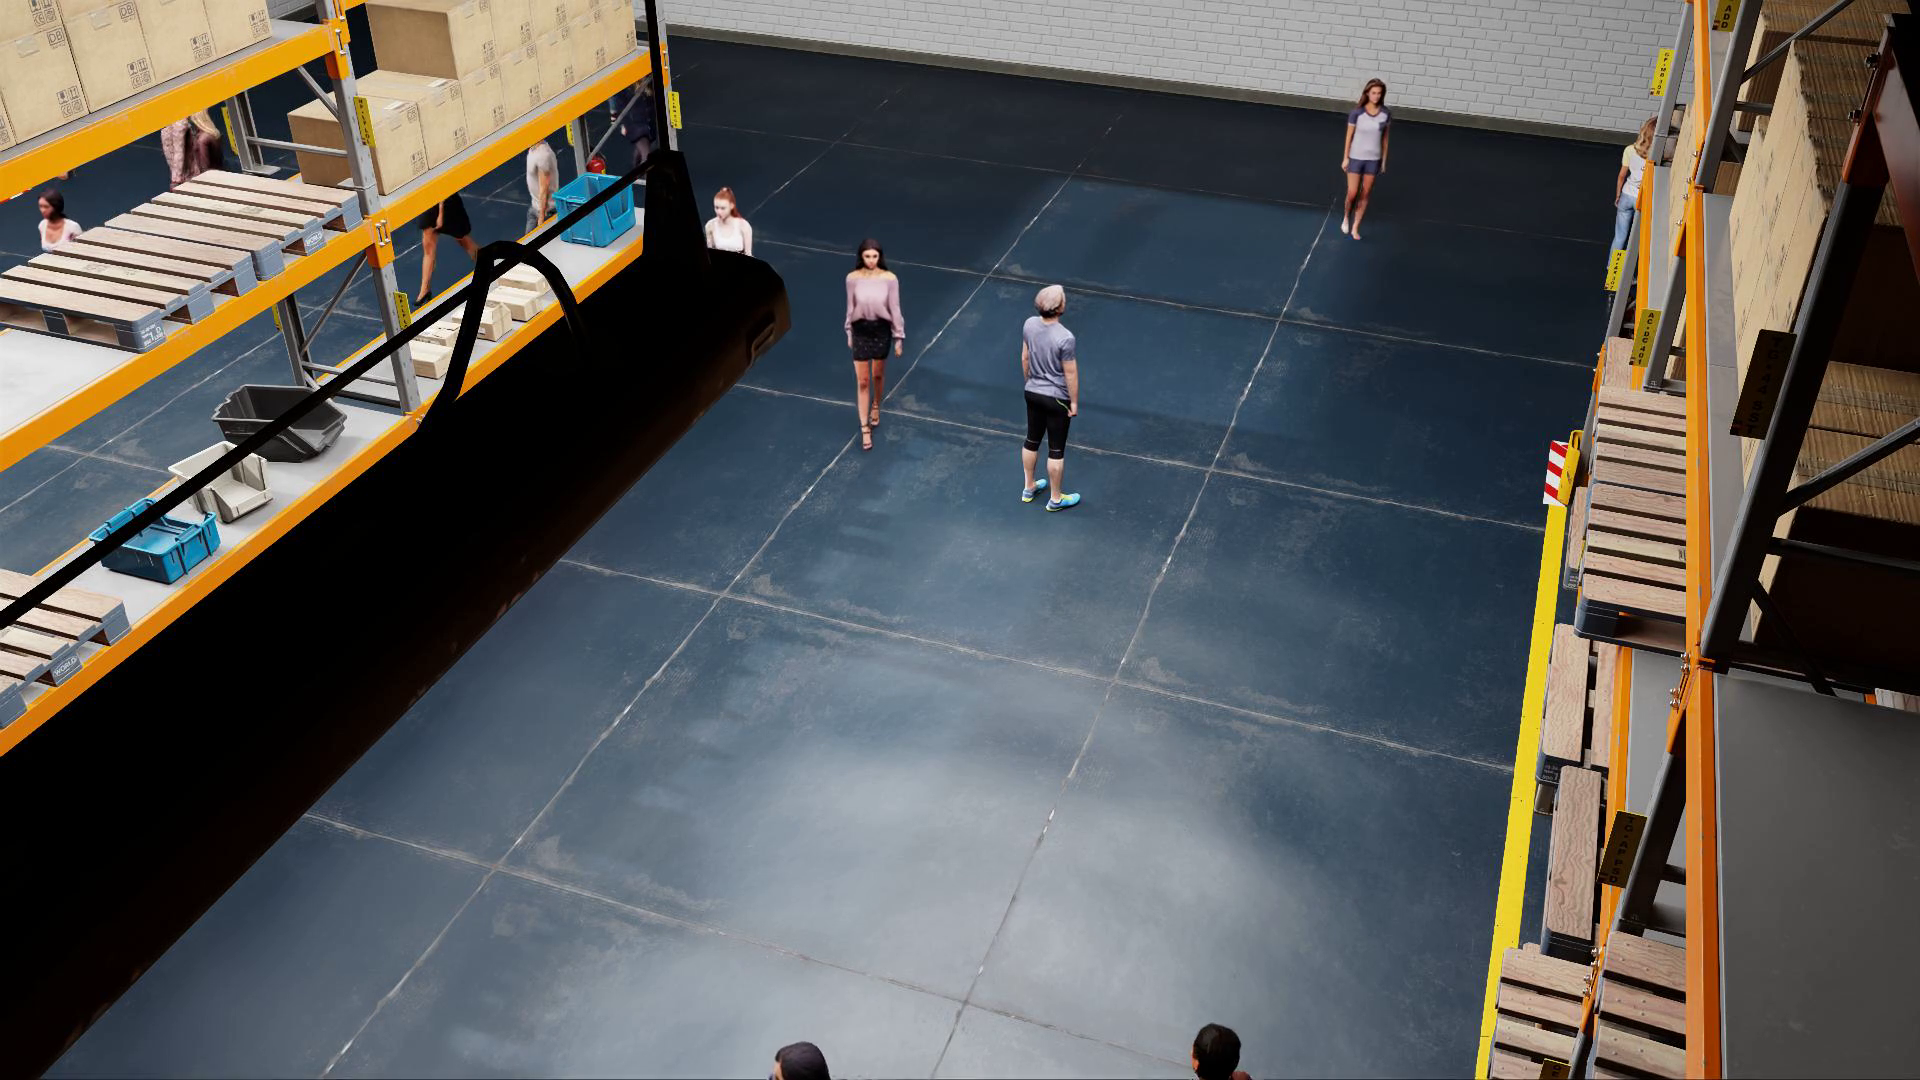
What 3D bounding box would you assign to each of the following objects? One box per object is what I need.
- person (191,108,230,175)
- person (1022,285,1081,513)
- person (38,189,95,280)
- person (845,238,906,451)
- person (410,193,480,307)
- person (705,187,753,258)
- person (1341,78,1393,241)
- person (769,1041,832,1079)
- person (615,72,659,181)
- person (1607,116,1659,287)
[{"bbox_3d":[-7.407,-3.559,16.781,0.842,1.669,0.781,-11,35,-16],"label":"person"},{"bbox_3d":[0.687,-1.107,12.895,0.750,1.887,0.711,27,42,34],"label":"person"},{"bbox_3d":[-7.844,-2.322,14.884,0.727,1.710,1.146,5,34,7],"label":"person"},{"bbox_3d":[-0.723,-1.695,13.879,0.857,1.778,1.027,0,34,0],"label":"person"},{"bbox_3d":[-4.890,-3.151,16.067,0.859,1.782,1.205,25,41,32],"label":"person"},{"bbox_3d":[-2.005,-2.331,14.880,0.689,1.730,0.897,5,34,8],"label":"person"},{"bbox_3d":[4.213,-4.012,17.414,0.702,1.724,0.716,0,34,0],"label":"person"},{"bbox_3d":[-0.621,2.738,7.285,0.972,1.693,0.856,-25,41,-32],"label":"person"},{"bbox_3d":[-3.572,-4.644,18.447,1.157,1.633,1.100,-23,40,-31],"label":"person"},{"bbox_3d":[6.674,-3.328,16.386,0.701,1.723,0.688,28,43,35],"label":"person"}]
